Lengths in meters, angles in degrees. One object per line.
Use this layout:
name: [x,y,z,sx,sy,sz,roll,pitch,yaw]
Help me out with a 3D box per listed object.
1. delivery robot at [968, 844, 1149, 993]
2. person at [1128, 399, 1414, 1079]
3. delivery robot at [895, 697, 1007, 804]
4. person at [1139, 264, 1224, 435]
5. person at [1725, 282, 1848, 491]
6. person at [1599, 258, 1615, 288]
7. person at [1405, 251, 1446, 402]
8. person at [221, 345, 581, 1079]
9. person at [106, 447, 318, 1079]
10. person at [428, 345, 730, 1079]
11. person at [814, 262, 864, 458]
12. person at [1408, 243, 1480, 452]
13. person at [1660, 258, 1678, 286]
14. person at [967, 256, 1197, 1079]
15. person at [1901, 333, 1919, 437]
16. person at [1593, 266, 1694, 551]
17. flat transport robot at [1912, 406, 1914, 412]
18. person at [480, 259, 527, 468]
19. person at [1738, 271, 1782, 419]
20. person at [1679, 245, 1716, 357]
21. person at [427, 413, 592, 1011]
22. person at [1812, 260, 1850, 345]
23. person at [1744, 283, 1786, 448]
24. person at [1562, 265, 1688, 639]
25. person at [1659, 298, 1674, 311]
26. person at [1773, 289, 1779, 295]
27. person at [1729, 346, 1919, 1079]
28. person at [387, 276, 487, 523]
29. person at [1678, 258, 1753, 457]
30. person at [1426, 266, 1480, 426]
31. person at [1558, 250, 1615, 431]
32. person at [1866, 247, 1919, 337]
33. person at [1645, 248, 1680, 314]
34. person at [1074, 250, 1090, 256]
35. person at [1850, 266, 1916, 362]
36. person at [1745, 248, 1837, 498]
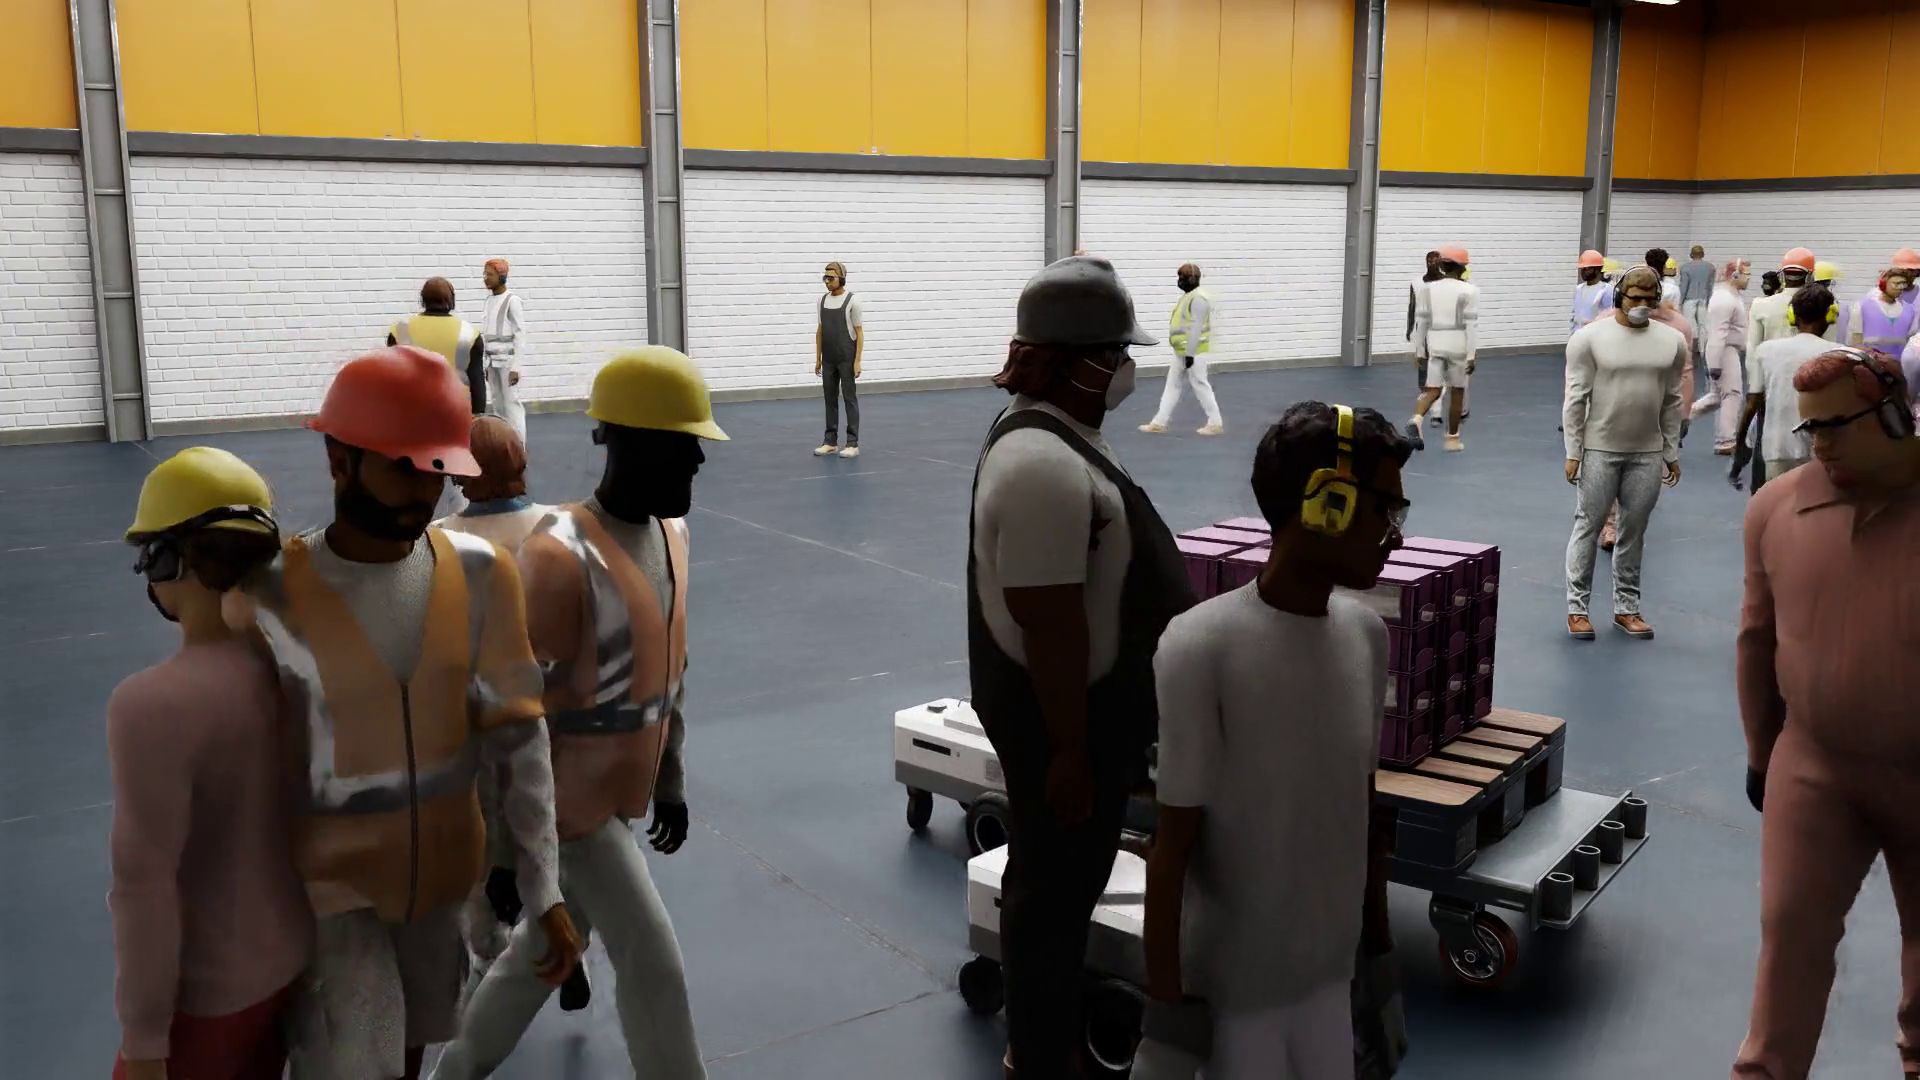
delivery robot: [0.358,0.977,4.334,0.707,0.478,0.477,9,14,41]
person: [0.488,0.708,2.561,0.546,1.842,0.483,-7,13,-34]
delivery robot: [0.104,0.727,5.707,0.707,0.478,0.477,10,14,43]
person: [2.380,-1.994,17.492,0.874,1.801,0.647,-1,10,-7]
person: [4.344,-0.406,8.652,0.675,1.837,0.491,9,14,41]
person: [7.890,-2.568,20.567,0.465,1.814,0.609,1,10,5]
person: [5.985,-2.711,21.112,0.596,1.902,0.512,7,12,32]
person: [-0.945,0.623,2.858,0.543,1.890,0.900,-10,14,-43]
person: [-1.184,0.720,2.777,0.496,1.734,0.553,1,10,6]
person: [-0.816,0.519,3.544,0.964,1.870,0.599,2,10,10]
person: [-1.148,-1.700,15.727,0.509,1.844,0.329,6,12,31]
person: [4.618,-1.813,15.878,0.611,2.022,0.800,10,14,42]
person: [11.036,-3.528,26.030,0.295,1.744,0.488,-3,11,-17]
person: [0.285,0.375,3.819,0.539,2.000,0.689,0,10,0]
person: [5.788,-0.600,9.744,0.662,1.825,0.542,2,11,13]
person: [4.457,-0.843,10.929,0.673,1.872,0.878,3,11,16]
flat transport robot: [10.450,-1.351,18.135,0.652,0.197,1.431,6,12,30]
person: [-4.104,-1.564,14.892,0.364,1.882,0.599,-10,14,-43]
person: [9.138,-2.187,18.802,0.321,1.695,0.536,-8,13,-36]
person: [12.738,-4.135,28.835,0.629,1.934,0.376,-1,10,-6]
person: [-1.199,0.472,4.435,0.517,1.617,0.607,-4,11,-22]
person: [7.261,-1.406,14.020,0.598,1.888,0.971,-4,11,-20]
person: [7.811,-1.669,15.871,0.842,1.729,0.541,-6,12,-31]
person: [3.429,-0.446,8.613,0.627,1.934,0.372,0,10,-2]
person: [5.433,-1.103,13.127,0.514,1.608,0.448,3,11,17]
person: [8.031,-1.677,16.272,0.508,1.597,0.810,7,12,33]
person: [1.988,0.501,3.683,0.621,1.835,0.965,10,14,43]
person: [-3.454,-0.832,11.031,0.627,1.823,0.782,-3,11,-14]
person: [7.222,-1.743,15.875,0.713,1.880,0.652,4,11,22]
person: [5.431,-2.153,18.384,0.604,1.782,0.936,6,12,30]
person: [6.641,-2.086,17.592,0.378,1.936,0.548,-5,11,-23]
person: [8.566,-1.684,15.263,0.631,2.001,0.983,4,11,20]
person: [7.050,-2.007,17.101,0.370,1.962,0.684,-10,14,-43]
person: [1.589,-2.842,21.821,0.403,1.906,0.652,-8,13,-36]
person: [8.044,-1.489,14.626,0.581,1.824,0.629,-1,10,-5]
person: [6.213,-1.181,12.473,0.611,1.995,0.375,6,12,29]
